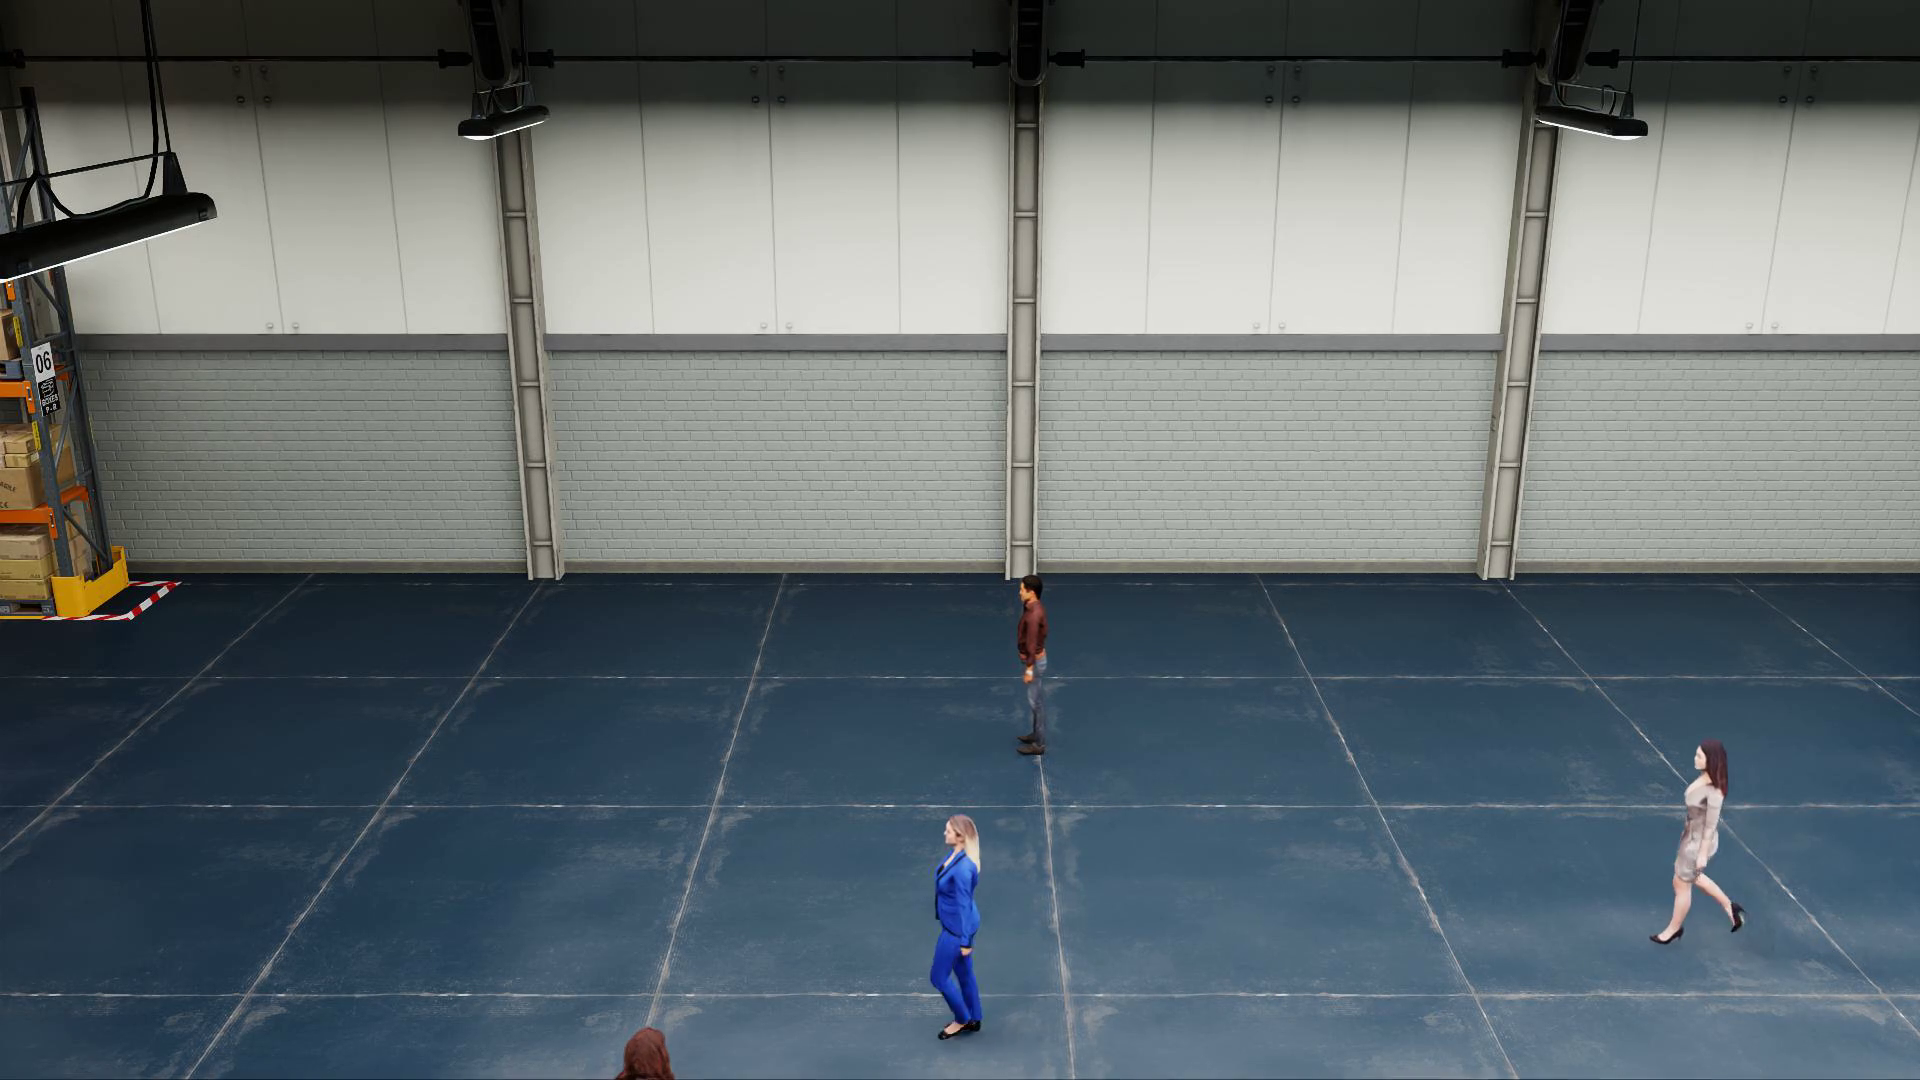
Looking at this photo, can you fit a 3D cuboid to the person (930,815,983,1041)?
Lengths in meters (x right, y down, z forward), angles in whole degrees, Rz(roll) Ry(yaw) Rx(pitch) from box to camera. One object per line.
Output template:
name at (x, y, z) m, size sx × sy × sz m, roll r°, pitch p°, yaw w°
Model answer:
person at (0.087, 2.678, 11.472) m, size 0.606 × 1.687 × 0.650 m, roll -1°, pitch 18°, yaw -4°

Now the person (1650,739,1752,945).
person at (5.638, 2.306, 12.547) m, size 0.981 × 1.728 × 0.747 m, roll 4°, pitch 19°, yaw 13°

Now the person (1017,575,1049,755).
person at (0.711, 1.179, 15.930) m, size 0.499 × 1.777 × 0.637 m, roll 1°, pitch 18°, yaw 2°

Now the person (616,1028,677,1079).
person at (-1.651, 3.440, 8.944) m, size 0.605 × 1.803 × 0.749 m, roll 8°, pitch 20°, yaw 24°
